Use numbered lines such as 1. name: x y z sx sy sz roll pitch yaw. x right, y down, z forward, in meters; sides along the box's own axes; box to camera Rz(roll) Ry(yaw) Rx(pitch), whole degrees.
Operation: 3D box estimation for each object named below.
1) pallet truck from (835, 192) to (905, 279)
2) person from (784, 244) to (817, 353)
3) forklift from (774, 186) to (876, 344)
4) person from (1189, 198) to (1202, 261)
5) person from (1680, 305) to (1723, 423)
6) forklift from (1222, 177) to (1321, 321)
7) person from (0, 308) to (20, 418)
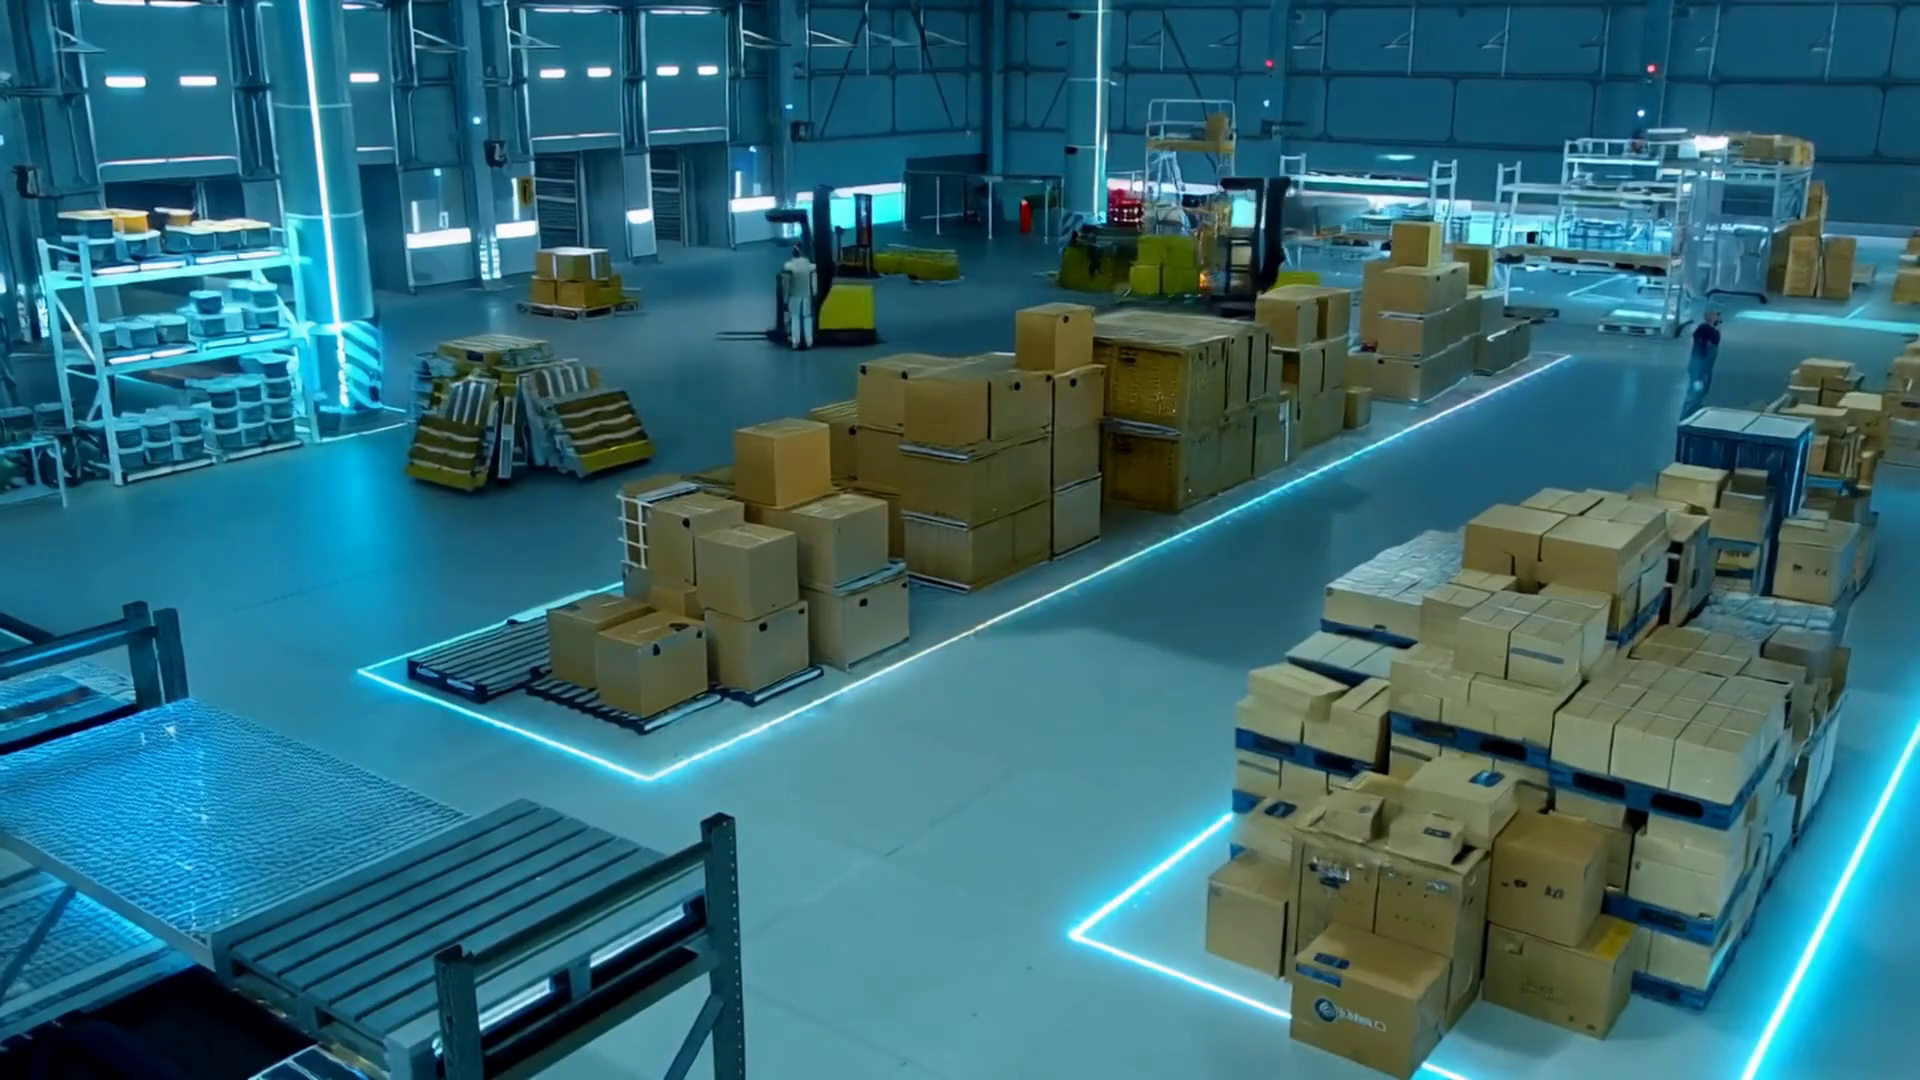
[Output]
1. pallet truck: -1.936 -7.159 38.982 1.885 1.965 0.823 -12 21 -34
2. person: -2.841 -4.309 29.672 0.634 1.930 0.384 -9 19 -28
3. forklift: -2.491 -5.063 30.538 1.873 2.768 1.129 -1 17 -3
4. person: 5.720 -7.461 40.488 0.315 1.700 0.541 -2 17 -7
5. person: 10.248 -2.286 22.975 0.379 1.930 0.624 13 21 37
6. forklift: 6.119 -5.635 32.435 1.873 2.768 1.129 3 17 10
7. person: -14.199 -2.778 24.595 0.371 1.927 0.588 -7 18 -22
